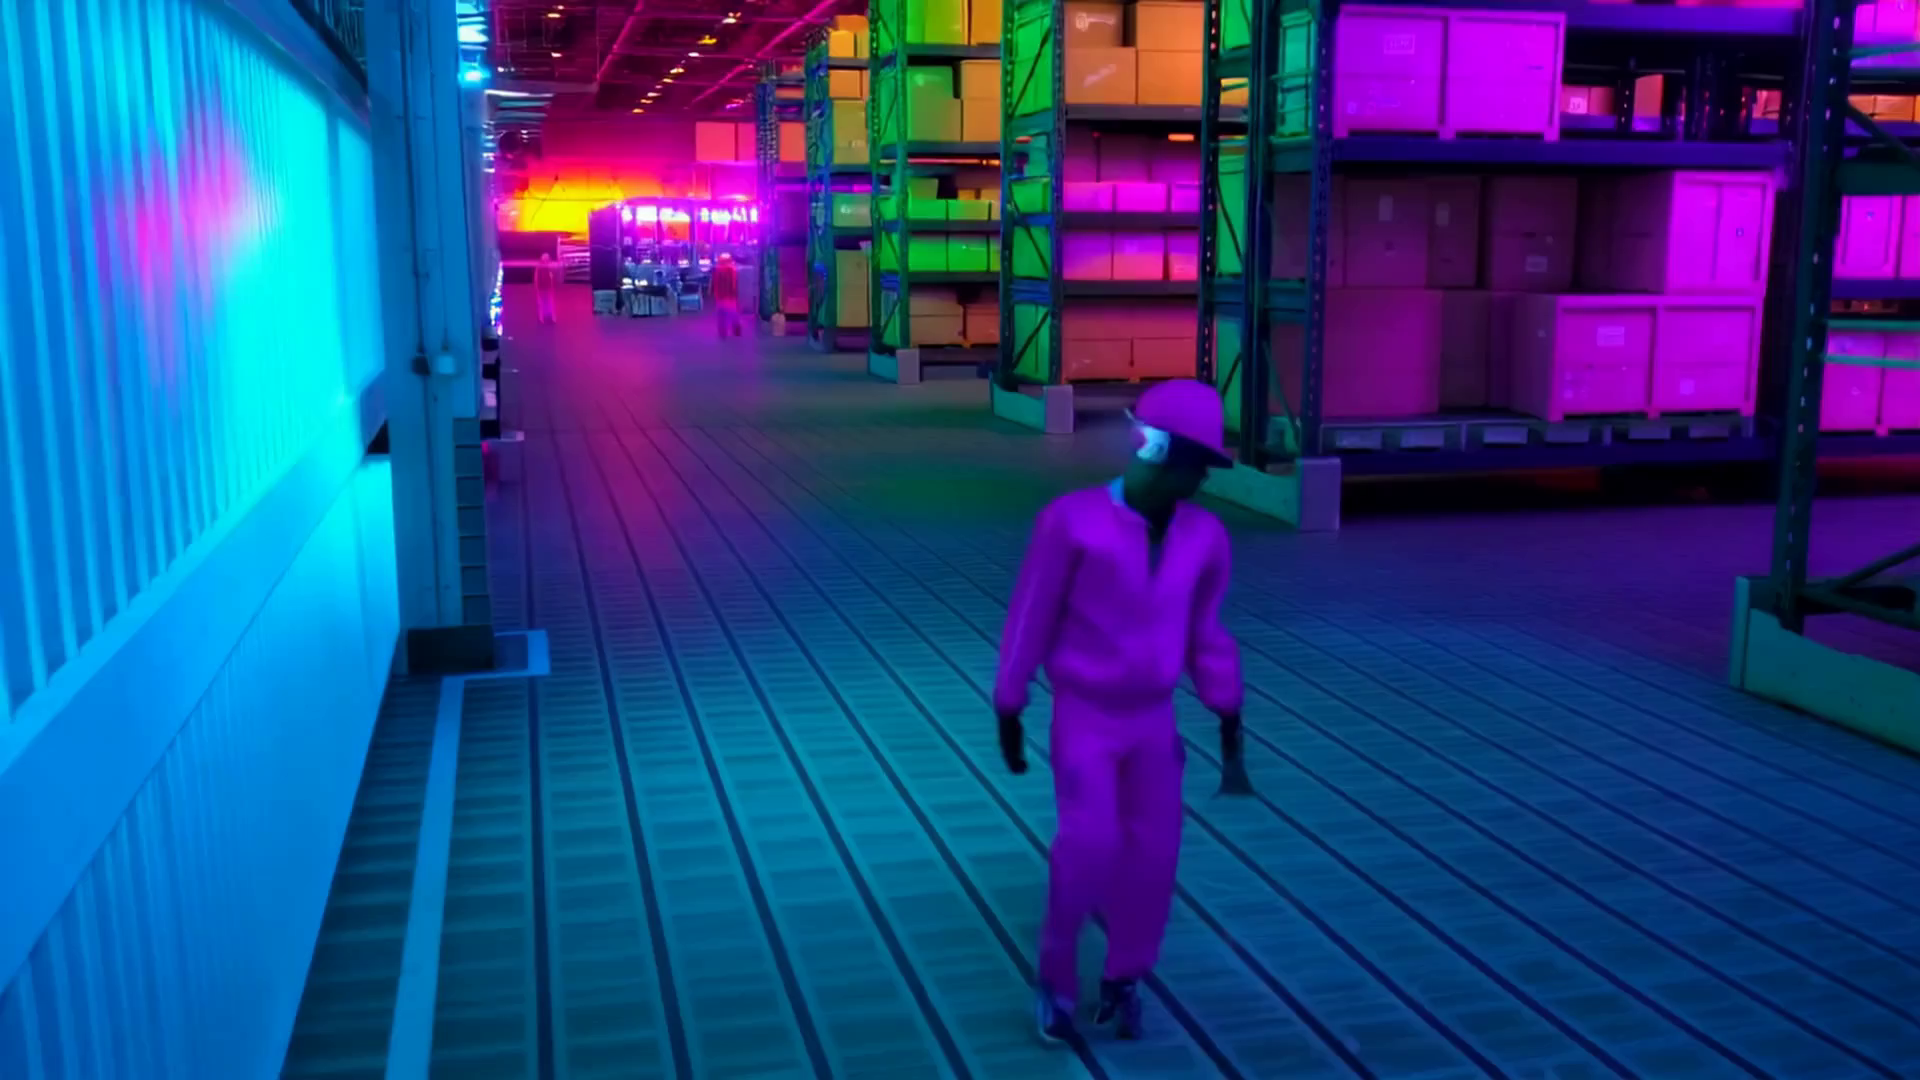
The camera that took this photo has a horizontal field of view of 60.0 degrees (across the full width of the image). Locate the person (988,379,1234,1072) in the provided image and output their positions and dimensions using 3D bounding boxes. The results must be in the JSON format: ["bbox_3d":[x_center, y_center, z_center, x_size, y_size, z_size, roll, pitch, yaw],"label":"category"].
[{"bbox_3d":[0.392,0.454,4.146,0.627,1.695,0.400,-6,12,-29],"label":"person"}]

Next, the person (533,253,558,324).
[{"bbox_3d":[-10.808,-6.546,43.393,0.621,1.840,0.430,5,11,24],"label":"person"}]

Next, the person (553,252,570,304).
[{"bbox_3d":[-14.159,-9.323,59.152,0.585,1.821,0.696,0,10,-1],"label":"person"}]

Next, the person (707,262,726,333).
[{"bbox_3d":[-5.597,-5.682,38.794,0.580,1.726,0.365,0,10,1],"label":"person"}]

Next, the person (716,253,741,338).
[{"bbox_3d":[-5.127,-5.417,36.868,0.553,1.889,0.707,-6,12,-32],"label":"person"}]

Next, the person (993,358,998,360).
[{"bbox_3d":[0.321,-4.151,29.623,0.825,1.908,0.677,1,10,6],"label":"person"}]
